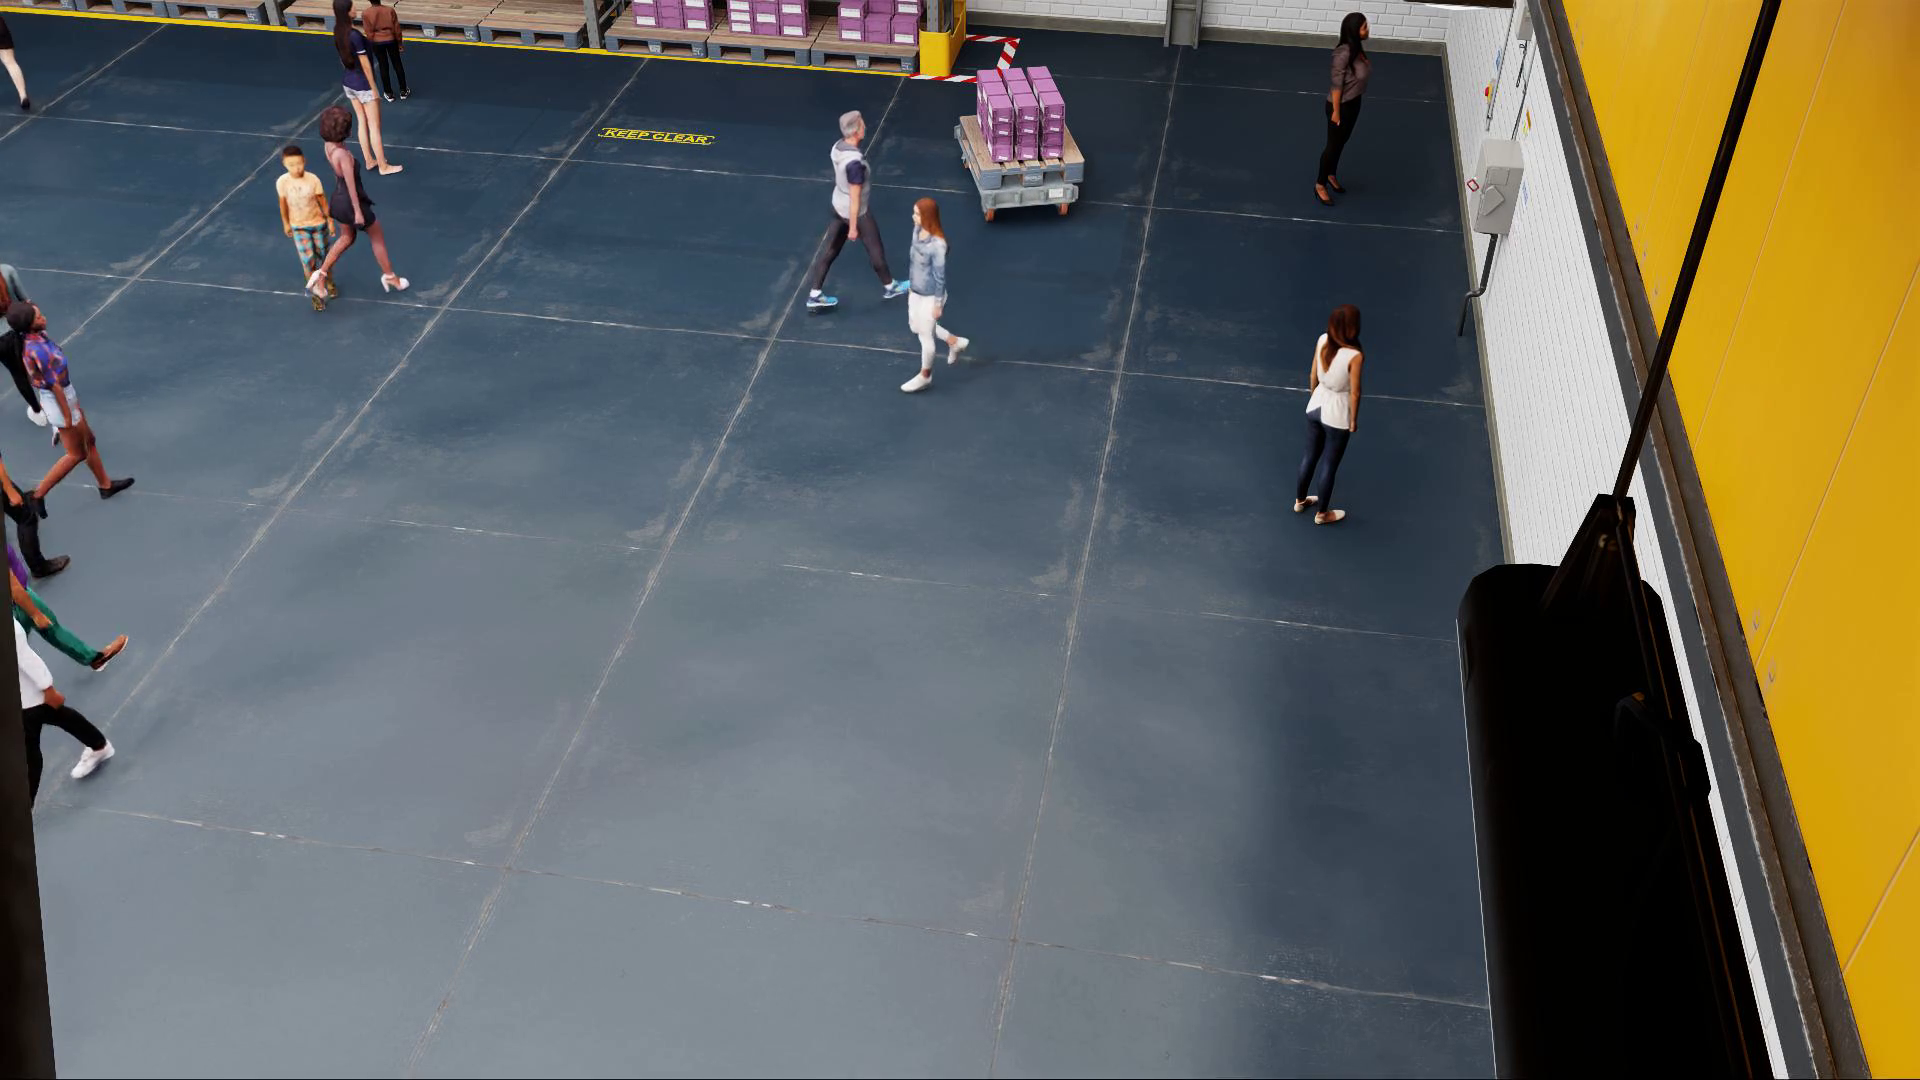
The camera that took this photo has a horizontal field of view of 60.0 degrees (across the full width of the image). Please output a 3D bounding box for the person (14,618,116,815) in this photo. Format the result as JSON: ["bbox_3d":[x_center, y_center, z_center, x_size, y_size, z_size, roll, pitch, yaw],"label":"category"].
[{"bbox_3d":[-5.437,0.801,9.748,1.123,1.759,0.956,20,43,23],"label":"person"}]

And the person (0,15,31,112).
[{"bbox_3d":[-10.149,-5.298,17.500,1.047,1.615,0.850,27,46,30],"label":"person"}]

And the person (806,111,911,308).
[{"bbox_3d":[-1.020,-2.747,14.178,1.318,1.775,1.149,-16,41,-19],"label":"person"}]

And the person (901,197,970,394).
[{"bbox_3d":[-0.186,-1.985,13.291,1.007,1.692,0.904,-17,42,-20],"label":"person"}]

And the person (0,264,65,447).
[{"bbox_3d":[-7.164,-1.485,12.646,1.047,1.715,1.151,-28,46,-31],"label":"person"}]

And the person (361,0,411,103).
[{"bbox_3d":[-6.178,-5.343,17.846,0.552,1.254,0.654,-14,41,-16],"label":"person"}]

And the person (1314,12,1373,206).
[{"bbox_3d":[3.632,-4.118,15.841,0.716,1.841,0.727,20,43,23],"label":"person"}]

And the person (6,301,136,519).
[{"bbox_3d":[-6.528,-0.908,11.914,1.004,1.727,1.025,-32,48,-33],"label":"person"}]

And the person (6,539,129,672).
[{"bbox_3d":[-5.955,0.443,10.227,1.174,1.720,1.155,-29,47,-31],"label":"person"}]

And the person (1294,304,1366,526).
[{"bbox_3d":[2.629,-0.893,11.848,0.723,1.785,0.660,-25,45,-27],"label":"person"}]

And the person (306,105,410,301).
[{"bbox_3d":[-5.324,-2.827,14.292,1.078,1.758,1.076,-28,47,-31],"label":"person"}]

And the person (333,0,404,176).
[{"bbox_3d":[-5.884,-4.454,16.322,0.624,1.766,0.720,29,47,31],"label":"person"}]

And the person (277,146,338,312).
[{"bbox_3d":[-5.680,-2.776,14.475,0.776,1.449,0.808,-14,41,-17],"label":"person"}]
